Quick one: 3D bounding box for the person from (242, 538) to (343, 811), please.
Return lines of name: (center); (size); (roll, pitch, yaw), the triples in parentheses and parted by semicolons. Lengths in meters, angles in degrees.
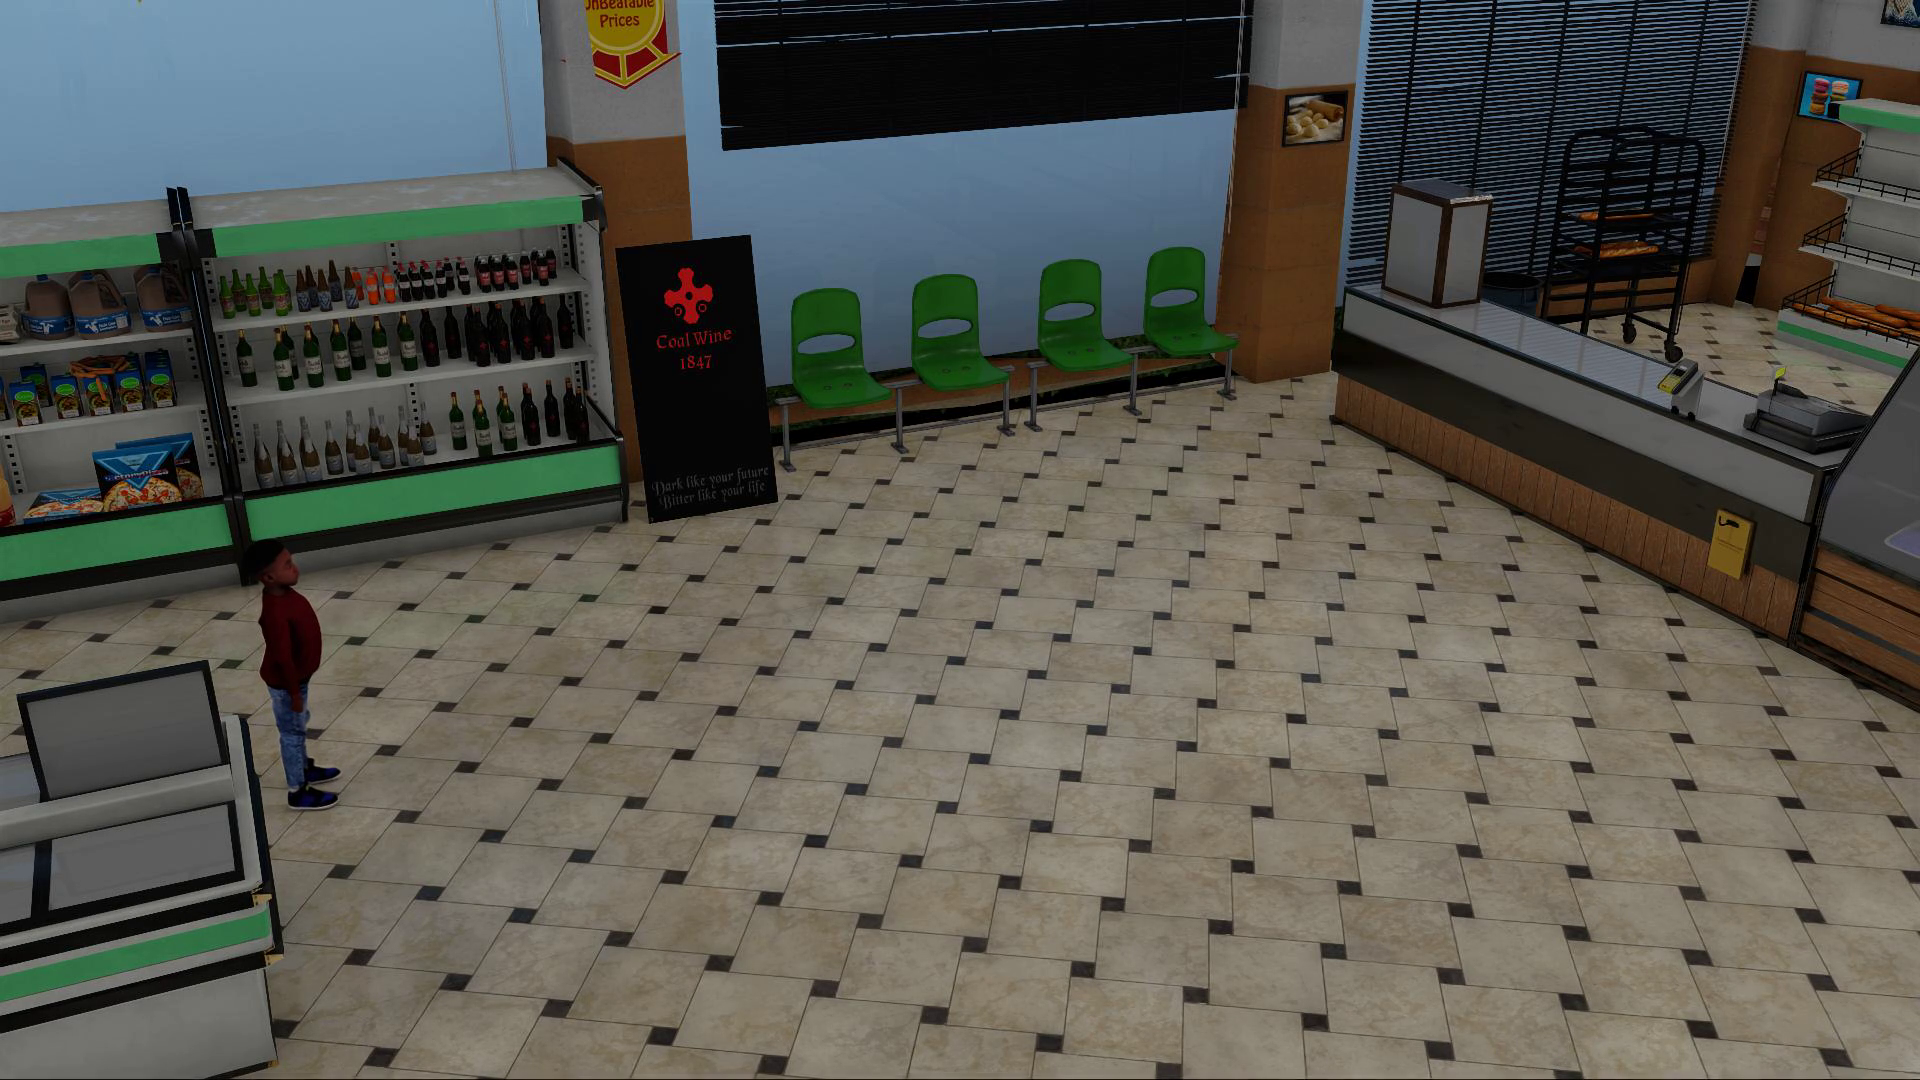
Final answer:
person: (-2.934, 0.574, 7.248); (0.505, 1.254, 0.510); (-8, 25, -17)
